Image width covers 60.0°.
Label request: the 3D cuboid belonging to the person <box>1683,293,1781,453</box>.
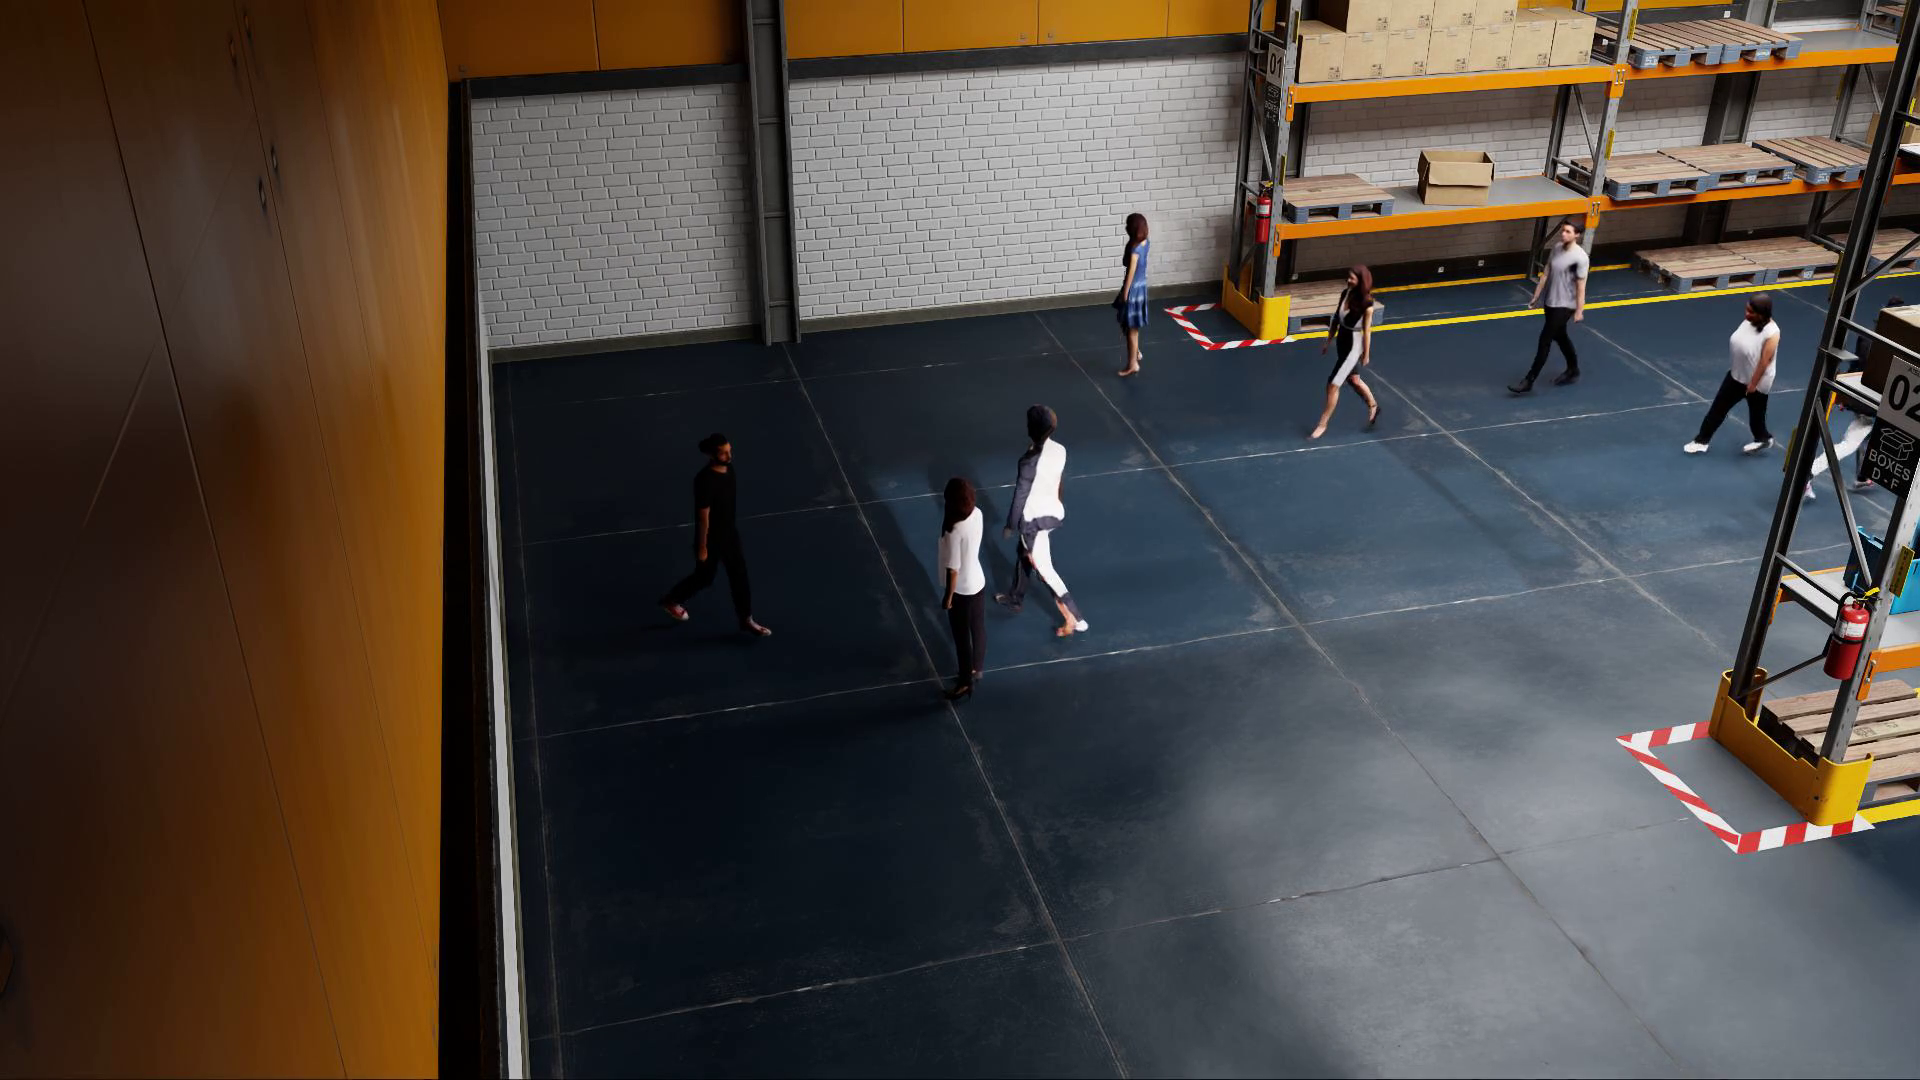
[{"bbox_3d":[7.518,-1.540,15.721,1.102,1.644,0.743,-4,29,-7],"label":"person"}]

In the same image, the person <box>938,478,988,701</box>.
[{"bbox_3d":[0.046,0.355,12.090,0.728,1.793,0.677,14,32,24],"label":"person"}]

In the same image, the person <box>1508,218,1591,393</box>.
[{"bbox_3d":[6.247,-2.412,17.128,1.176,1.826,0.671,-8,30,-15],"label":"person"}]

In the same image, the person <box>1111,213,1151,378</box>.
[{"bbox_3d":[1.883,-2.538,17.389,0.833,1.798,0.809,7,29,12],"label":"person"}]

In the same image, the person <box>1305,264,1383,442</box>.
[{"bbox_3d":[3.834,-1.813,16.104,1.144,1.755,0.684,-11,30,-19],"label":"person"}]

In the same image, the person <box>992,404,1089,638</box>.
[{"bbox_3d":[0.677,-0.104,12.868,1.232,1.855,1.209,17,33,28],"label":"person"}]

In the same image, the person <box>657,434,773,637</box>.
[{"bbox_3d":[-1.968,-0.030,12.877,1.240,1.716,1.075,10,30,18],"label":"person"}]

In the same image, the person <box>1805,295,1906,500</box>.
[{"bbox_3d":[8.034,-1.242,14.894,1.288,1.912,0.806,-3,29,-5],"label":"person"}]
